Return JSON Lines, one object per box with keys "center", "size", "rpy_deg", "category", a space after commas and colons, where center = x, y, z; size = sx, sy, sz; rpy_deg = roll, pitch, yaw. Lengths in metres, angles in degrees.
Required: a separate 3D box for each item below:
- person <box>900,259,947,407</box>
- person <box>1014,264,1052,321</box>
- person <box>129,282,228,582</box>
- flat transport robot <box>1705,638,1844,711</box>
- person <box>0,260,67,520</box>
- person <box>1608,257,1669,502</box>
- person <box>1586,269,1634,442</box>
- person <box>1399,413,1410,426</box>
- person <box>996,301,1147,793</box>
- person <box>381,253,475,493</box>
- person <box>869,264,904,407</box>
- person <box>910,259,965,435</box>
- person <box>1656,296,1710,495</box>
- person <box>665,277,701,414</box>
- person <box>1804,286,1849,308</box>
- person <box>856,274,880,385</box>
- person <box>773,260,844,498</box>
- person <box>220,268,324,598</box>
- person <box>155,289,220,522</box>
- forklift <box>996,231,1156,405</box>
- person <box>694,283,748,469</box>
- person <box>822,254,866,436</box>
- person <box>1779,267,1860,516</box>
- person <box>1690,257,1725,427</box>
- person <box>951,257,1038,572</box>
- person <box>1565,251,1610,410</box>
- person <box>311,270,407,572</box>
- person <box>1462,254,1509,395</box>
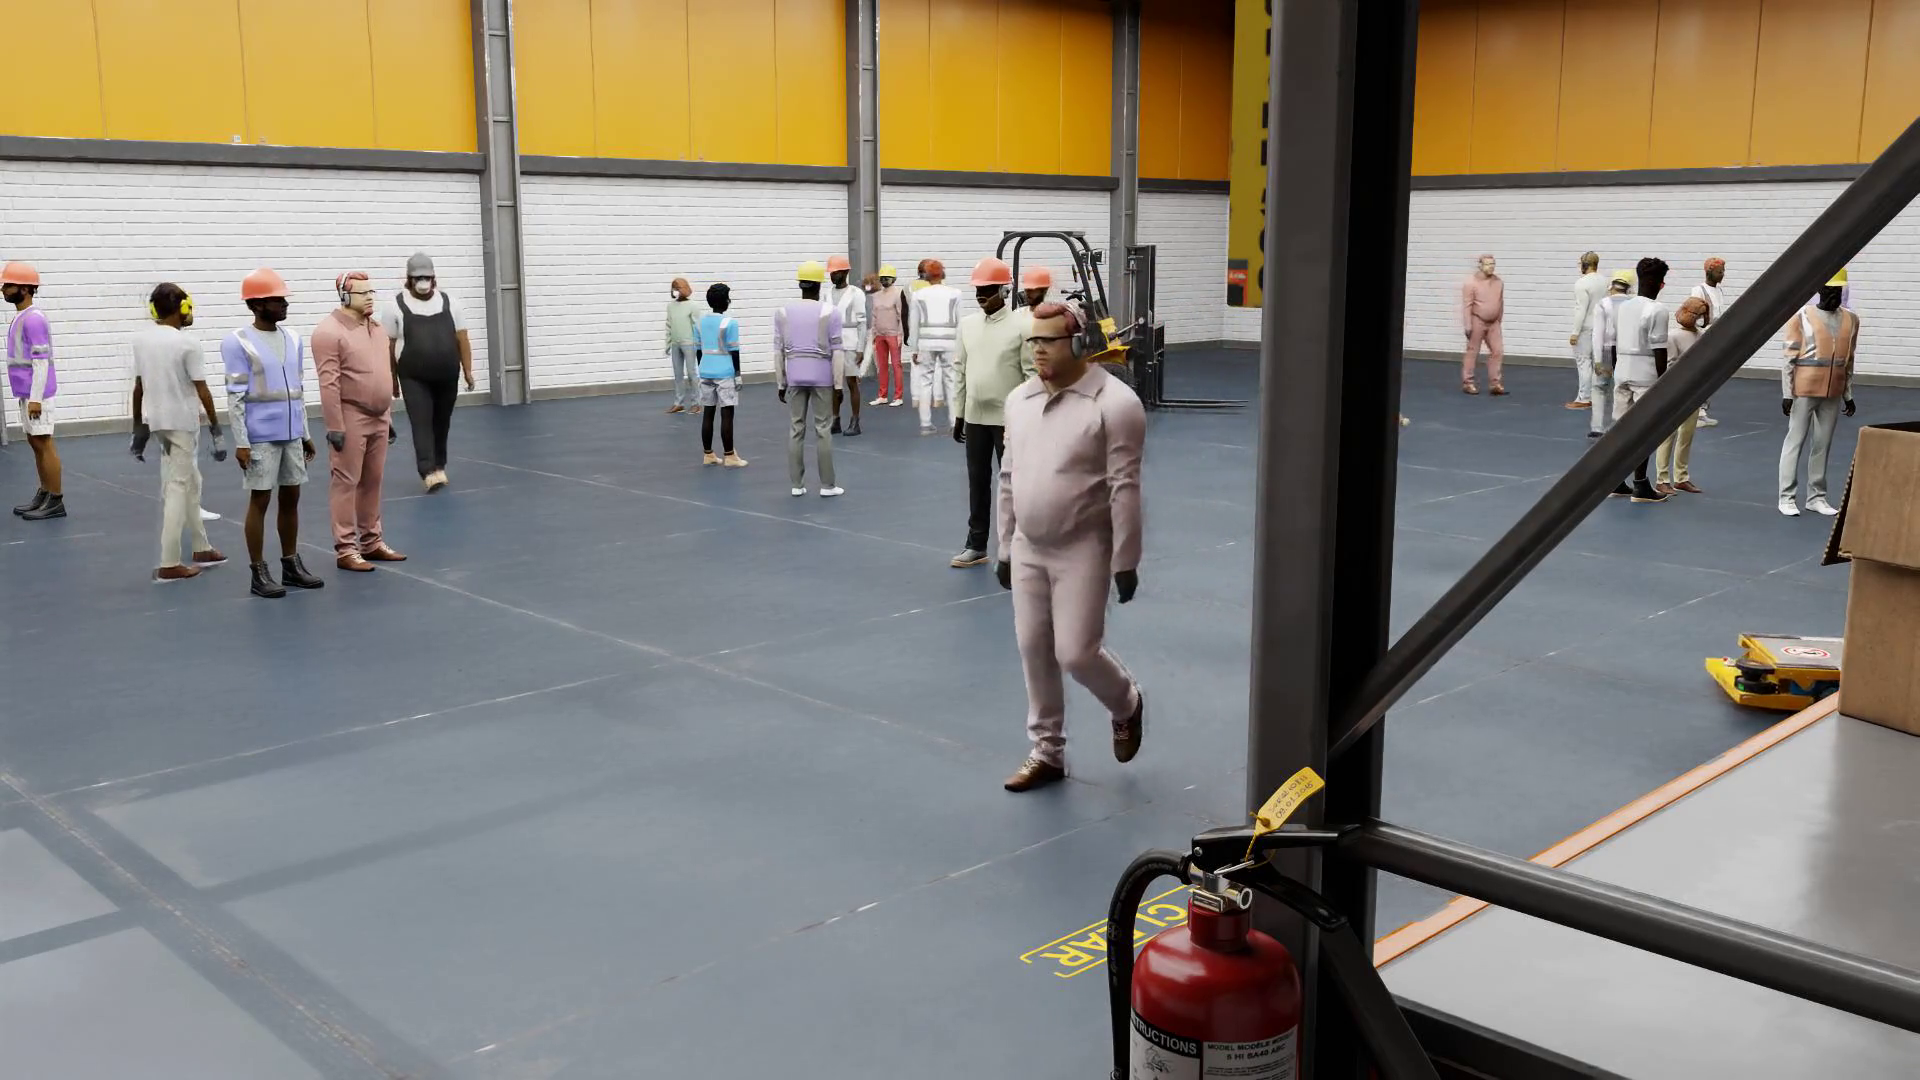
{"center": [-0.413, -2.566, 20.685], "size": [0.633, 1.839, 0.429], "rpy_deg": [2, 11, 11], "category": "person"}
{"center": [0.653, -1.257, 13.367], "size": [0.834, 1.913, 0.551], "rpy_deg": [-10, 14, -43], "category": "person"}
{"center": [-4.820, -0.685, 10.418], "size": [0.572, 1.834, 0.775], "rpy_deg": [4, 11, 19], "category": "person"}
{"center": [4.243, 0.620, 7.591], "size": [1.431, 0.197, 0.652], "rpy_deg": [2, 11, 11], "category": "flat transport robot"}
{"center": [-7.006, -1.123, 12.536], "size": [0.348, 1.943, 0.545], "rpy_deg": [-8, 13, -38], "category": "person"}
{"center": [5.475, -1.286, 13.377], "size": [0.368, 1.959, 0.602], "rpy_deg": [-4, 11, -19], "category": "person"}
{"center": [6.698, -1.859, 16.961], "size": [0.611, 1.787, 0.666], "rpy_deg": [-1, 10, -4], "category": "person"}
{"center": [4.571, -2.148, 18.527], "size": [0.949, 1.802, 0.624], "rpy_deg": [-5, 11, -25], "category": "person"}
{"center": [0.425, 0.026, 6.411], "size": [0.660, 1.886, 0.541], "rpy_deg": [9, 14, 41], "category": "person"}
{"center": [-4.459, -1.442, 14.006], "size": [0.682, 2.000, 1.023], "rpy_deg": [-7, 12, -32], "category": "person"}
{"center": [-0.905, -2.556, 20.824], "size": [0.526, 1.772, 0.304], "rpy_deg": [8, 13, 39], "category": "person"}
{"center": [-0.232, -2.049, 17.765], "size": [0.602, 1.876, 0.406], "rpy_deg": [-1, 10, -4], "category": "person"}
{"center": [5.989, -1.188, 13.736], "size": [0.497, 1.633, 0.289], "rpy_deg": [-5, 12, -26], "category": "person"}
{"center": [-3.323, -2.328, 19.950], "size": [0.507, 1.632, 0.266], "rpy_deg": [6, 12, 31], "category": "person"}
{"center": [11.235, -2.781, 21.749], "size": [0.781, 1.880, 0.648], "rpy_deg": [-8, 13, -37], "category": "person"}
{"center": [-1.313, -3.011, 23.806], "size": [0.529, 1.576, 0.885], "rpy_deg": [9, 13, 39], "category": "person"}
{"center": [-1.222, -1.306, 13.575], "size": [0.589, 1.927, 0.388], "rpy_deg": [3, 11, 14], "category": "person"}
{"center": [-4.071, -0.637, 9.885], "size": [0.349, 1.940, 0.551], "rpy_deg": [5, 12, 26], "category": "person"}
{"center": [-5.836, -1.013, 12.481], "size": [0.493, 1.742, 0.321], "rpy_deg": [8, 13, 36], "category": "person"}
{"center": [1.222, -2.721, 20.561], "size": [2.313, 2.155, 1.214], "rpy_deg": [2, 11, 13], "category": "forklift"}
{"center": [-2.209, -1.502, 15.270], "size": [0.533, 1.697, 0.322], "rpy_deg": [8, 13, 36], "category": "person"}
{"center": [-1.270, -2.071, 17.720], "size": [0.551, 1.934, 0.373], "rpy_deg": [6, 12, 29], "category": "person"}
{"center": [6.544, -1.140, 12.667], "size": [0.586, 1.928, 0.369], "rpy_deg": [-1, 10, -7], "category": "person"}
{"center": [8.346, -2.210, 18.623], "size": [0.585, 1.882, 0.337], "rpy_deg": [-9, 14, -40], "category": "person"}
{"center": [0.209, -0.789, 10.570], "size": [0.625, 1.992, 0.389], "rpy_deg": [7, 12, 33], "category": "person"}
{"center": [7.690, -2.556, 20.362], "size": [0.635, 1.936, 0.353], "rpy_deg": [-8, 13, -38], "category": "person"}
{"center": [-3.835, -0.766, 10.684], "size": [0.401, 1.910, 0.642], "rpy_deg": [3, 11, 16], "category": "person"}
{"center": [7.037, -2.856, 22.154], "size": [0.666, 1.877, 0.793], "rpy_deg": [-3, 11, -17], "category": "person"}
